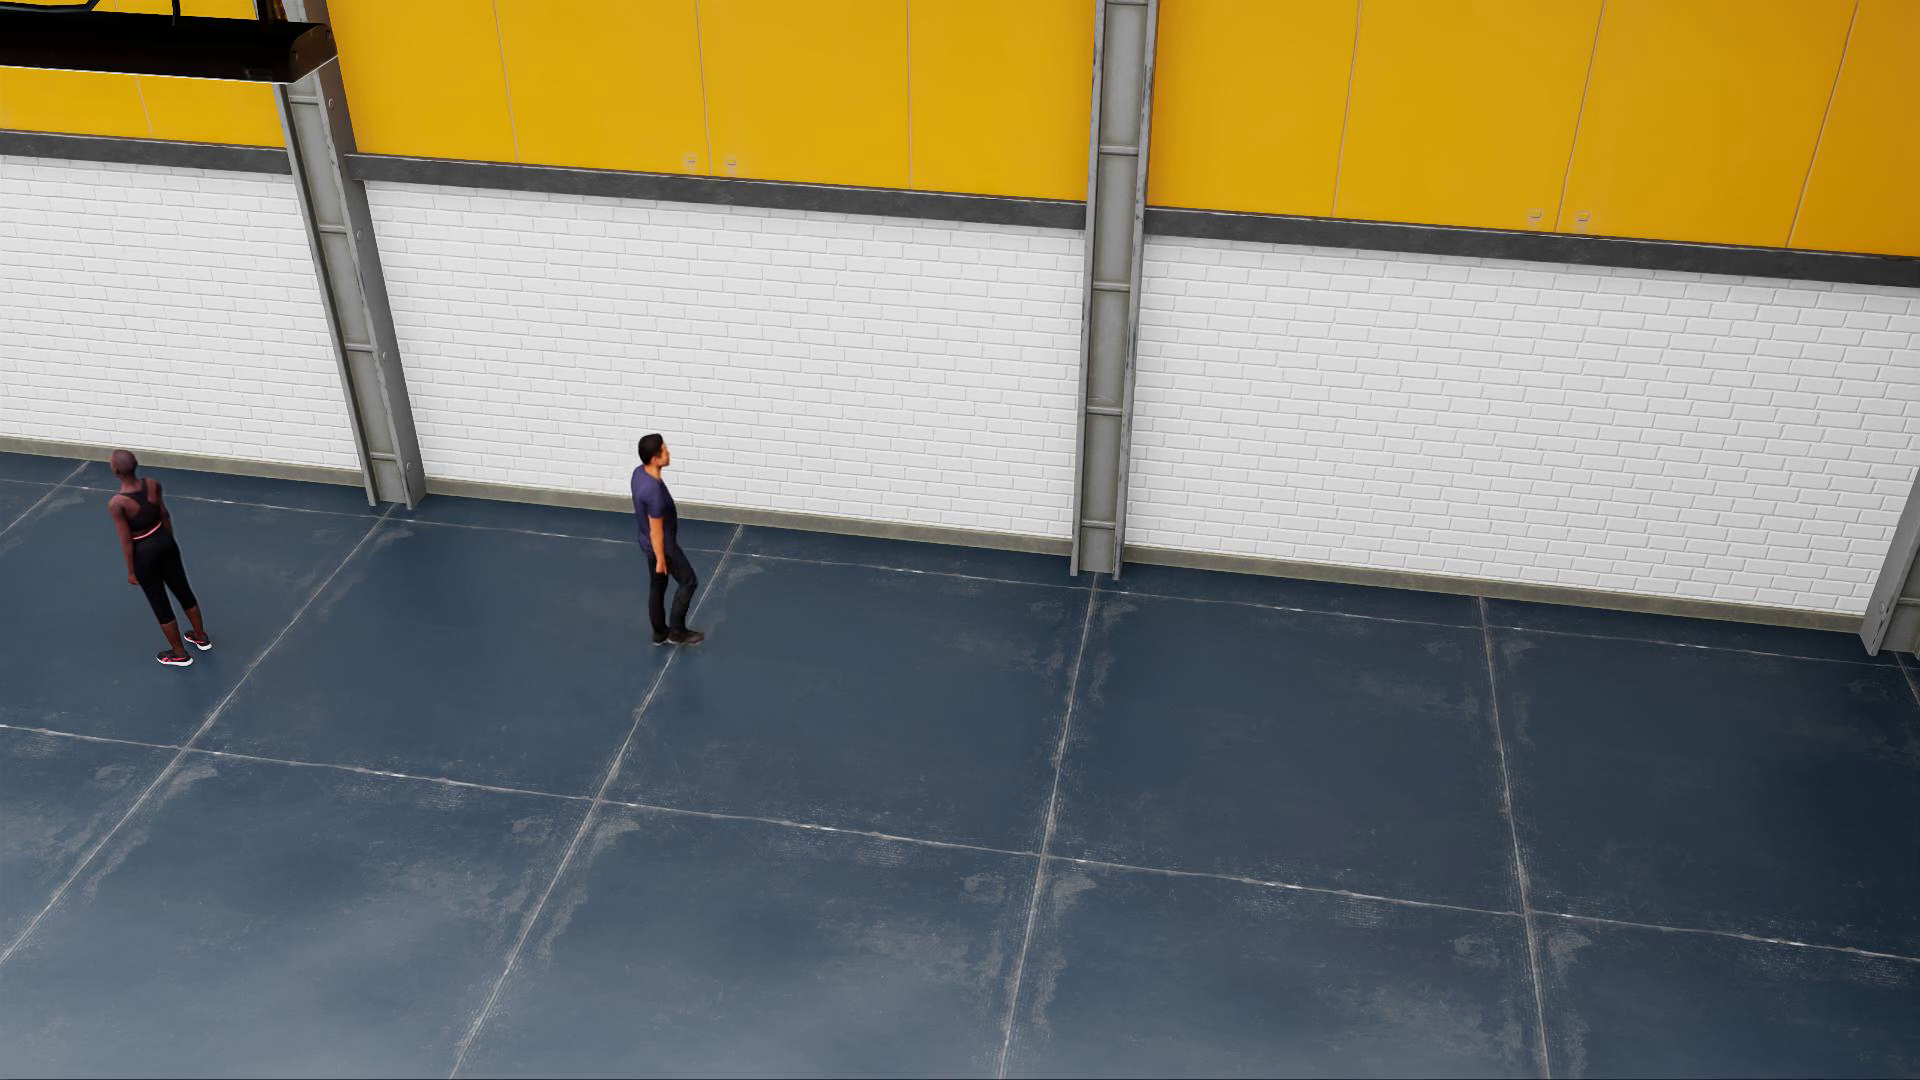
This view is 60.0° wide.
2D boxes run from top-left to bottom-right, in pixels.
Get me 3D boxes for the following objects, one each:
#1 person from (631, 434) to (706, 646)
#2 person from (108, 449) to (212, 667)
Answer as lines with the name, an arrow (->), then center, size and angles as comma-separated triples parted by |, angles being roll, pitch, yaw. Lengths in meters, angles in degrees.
person -> -2.252, 0.032, 12.045 | 0.789, 1.779, 0.761 | -14, 36, -20
person -> -5.784, 0.115, 11.939 | 0.619, 1.758, 0.641 | 14, 36, 21
